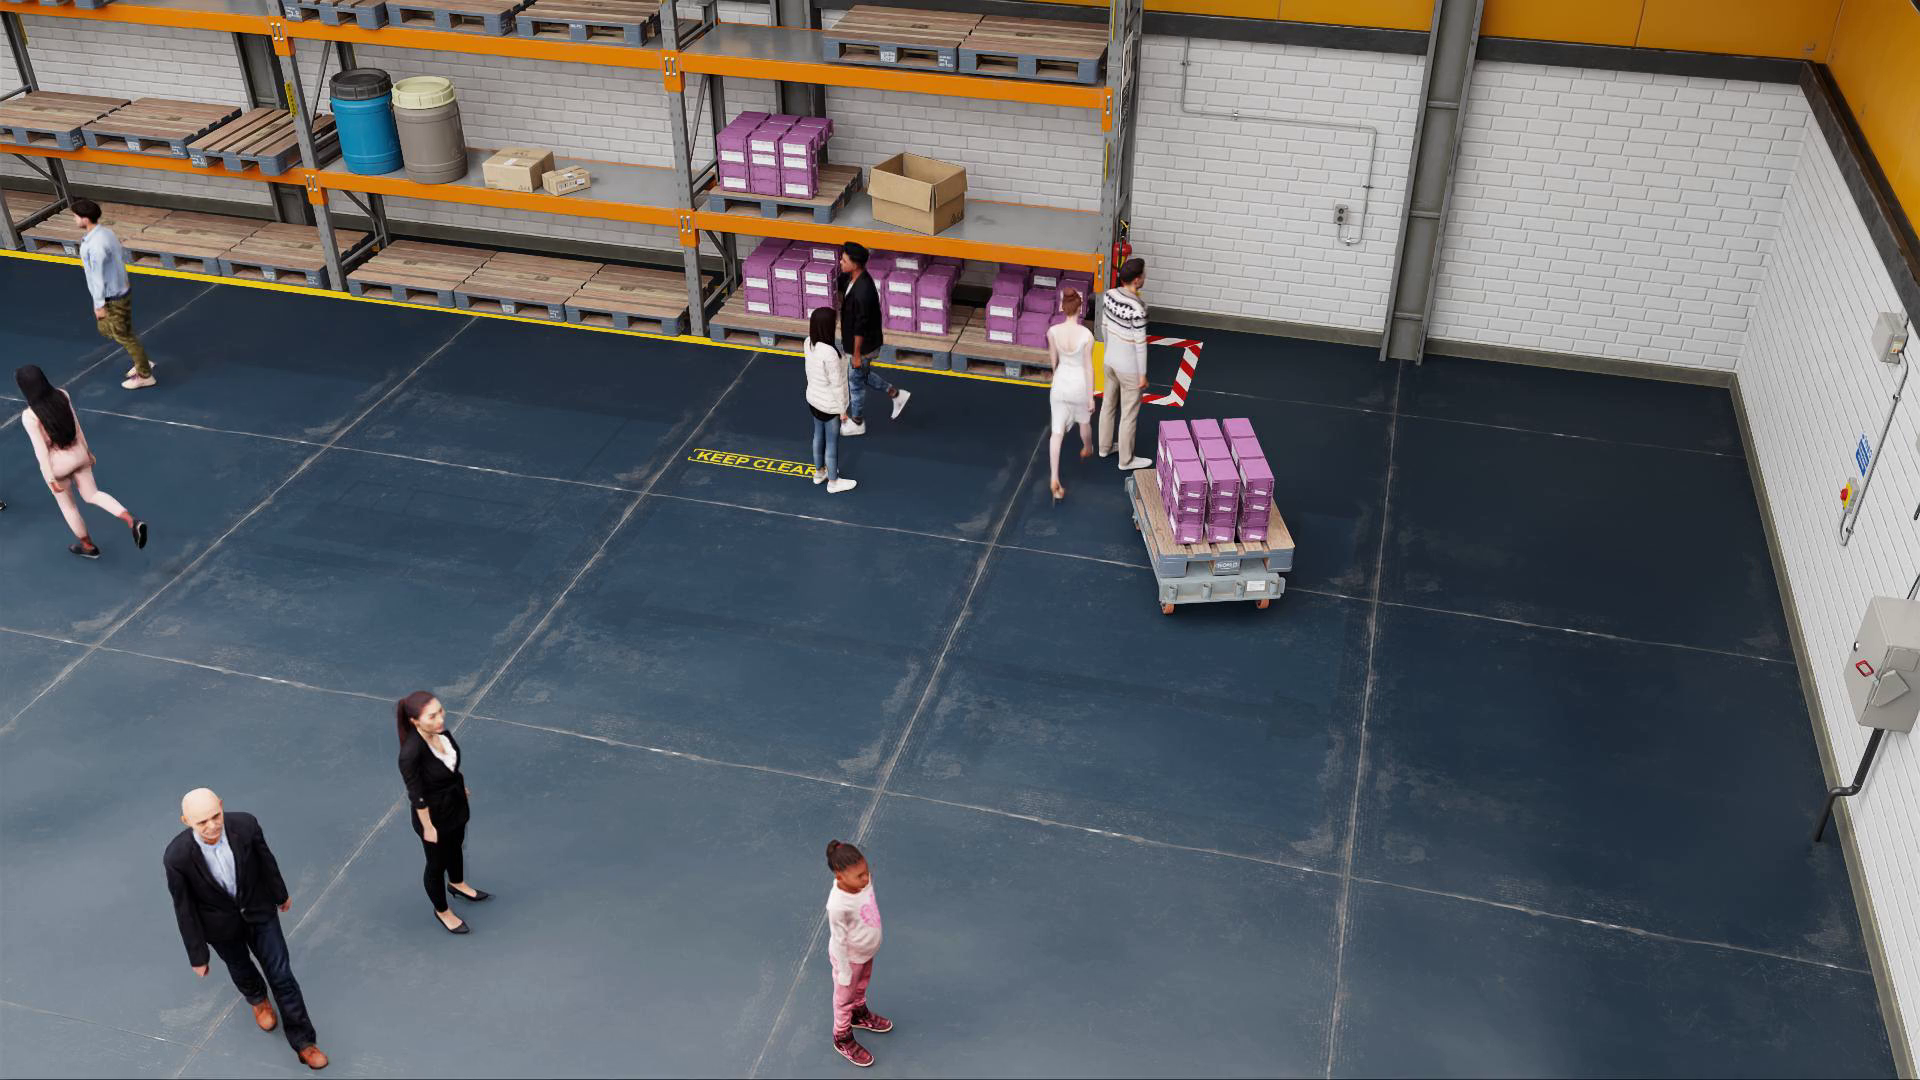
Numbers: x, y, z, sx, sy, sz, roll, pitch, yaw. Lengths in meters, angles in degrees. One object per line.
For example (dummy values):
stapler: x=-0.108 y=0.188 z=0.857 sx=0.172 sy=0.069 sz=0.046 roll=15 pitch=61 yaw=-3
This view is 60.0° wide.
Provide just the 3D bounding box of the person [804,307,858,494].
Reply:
person: x=-1.092 y=-1.153 z=13.574 sx=0.764 sy=1.638 sz=0.677 roll=-23 pitch=40 yaw=-31

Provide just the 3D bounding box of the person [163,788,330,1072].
person: x=-3.846 y=1.952 z=8.788 sx=1.122 sy=1.765 sz=1.230 roll=-23 pitch=40 yaw=-30

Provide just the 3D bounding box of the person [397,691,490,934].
person: x=-2.982 y=1.528 z=9.521 sx=0.551 sy=1.660 sz=0.609 roll=6 pitch=34 yaw=9

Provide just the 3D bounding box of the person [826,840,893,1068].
person: x=-0.571 y=2.143 z=8.791 sx=0.530 sy=1.443 sz=0.564 roll=13 pitch=36 yaw=19

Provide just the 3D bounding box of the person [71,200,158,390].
person: x=-7.550 y=-2.205 z=15.010 sx=0.822 sy=1.800 sz=0.799 roll=-10 pitch=35 yaw=-15

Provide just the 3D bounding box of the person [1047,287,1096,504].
person: x=0.830 y=-1.122 z=13.434 sx=1.079 sy=1.740 sz=0.849 roll=18 pitch=37 yaw=25

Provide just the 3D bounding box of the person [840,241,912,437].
person: x=-0.765 y=-1.710 z=14.272 sx=1.059 sy=1.792 sz=0.898 roll=-3 pitch=34 yaw=-4

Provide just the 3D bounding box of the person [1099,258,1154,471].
person: x=1.363 y=-1.474 z=13.854 sx=0.822 sy=1.862 sz=0.754 roll=-19 pitch=38 yaw=-26

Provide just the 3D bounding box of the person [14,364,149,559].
person: x=-6.693 y=-0.548 z=12.607 sx=0.977 sy=1.701 sz=0.639 roll=11 pitch=35 yaw=16
